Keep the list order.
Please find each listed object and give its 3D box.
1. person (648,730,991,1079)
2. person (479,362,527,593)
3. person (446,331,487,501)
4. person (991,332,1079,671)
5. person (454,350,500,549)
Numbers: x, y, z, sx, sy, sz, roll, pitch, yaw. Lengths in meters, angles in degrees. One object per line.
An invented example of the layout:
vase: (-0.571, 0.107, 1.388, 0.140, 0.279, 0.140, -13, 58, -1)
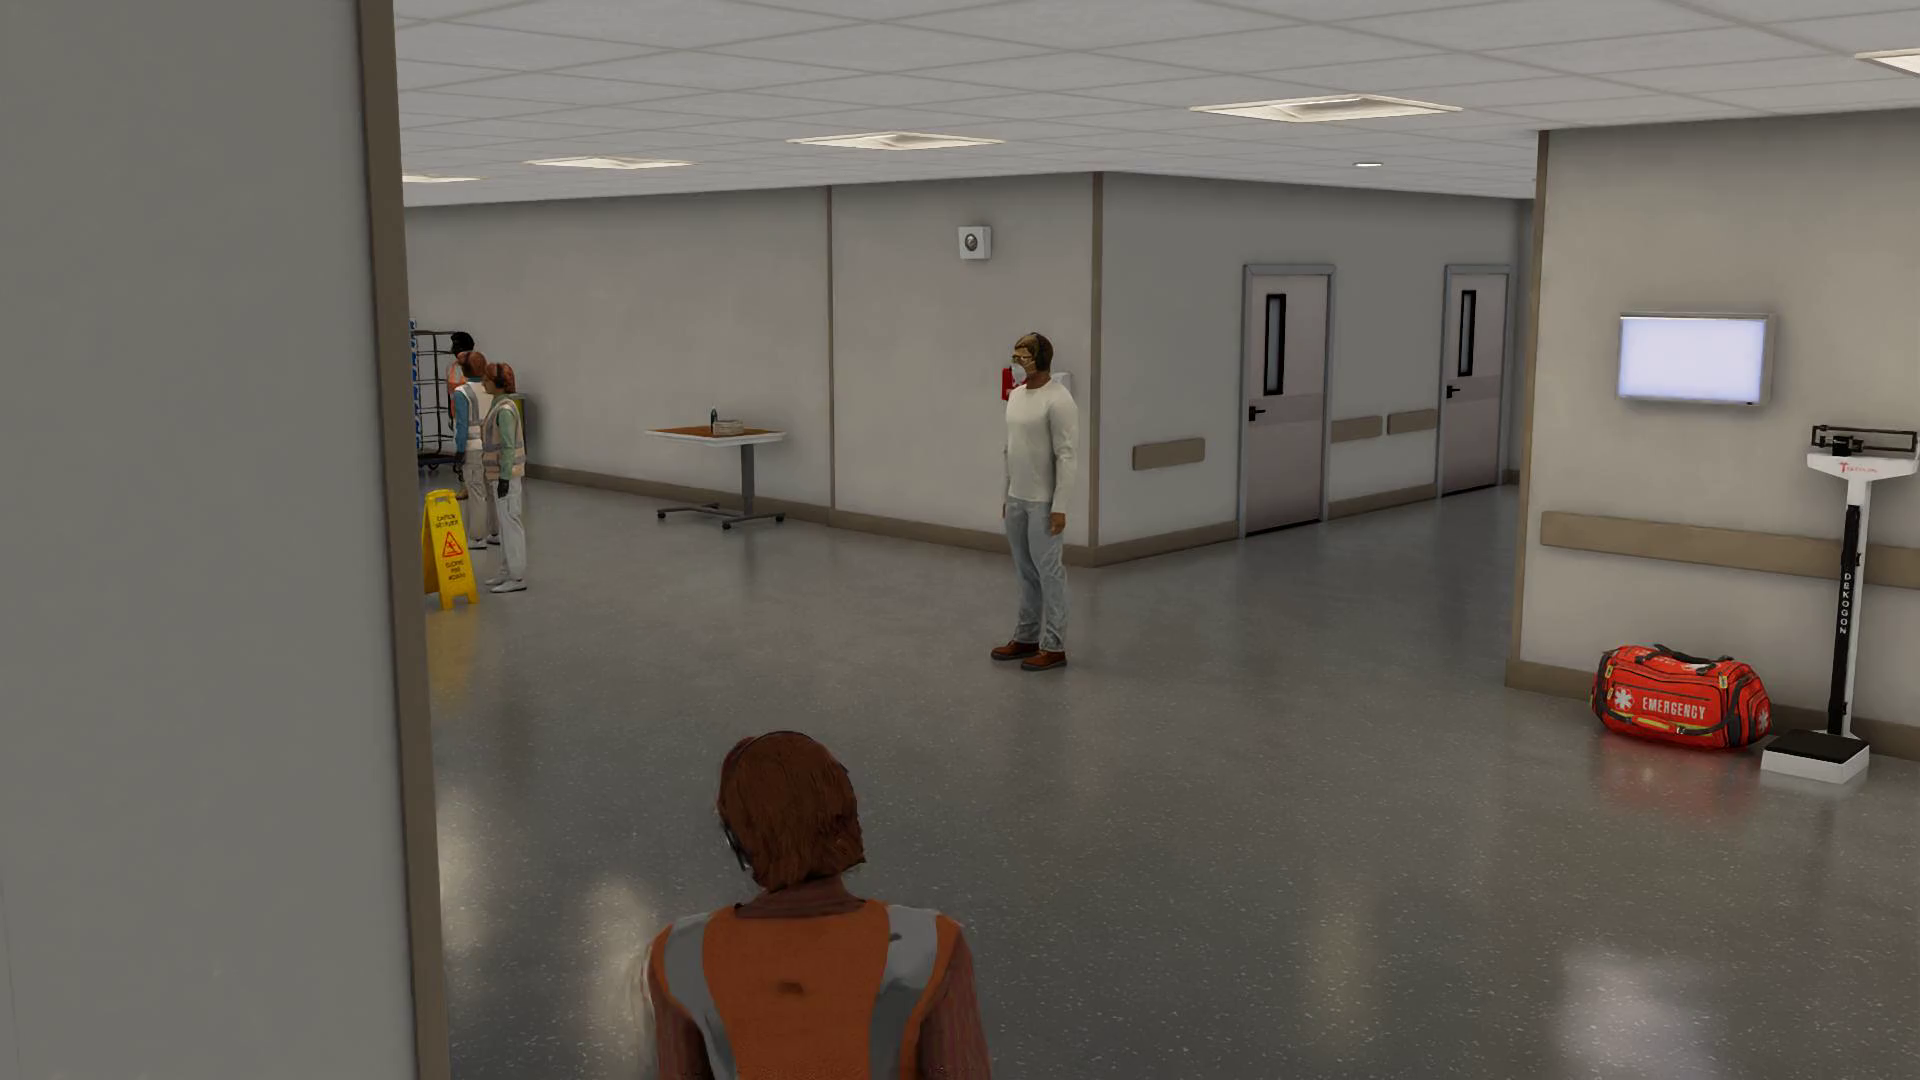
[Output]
person: (-0.192, 1.084, 2.540, 0.546, 1.613, 0.367, 1, 9, 7)
person: (-3.259, -0.448, 11.888, 0.308, 1.641, 0.514, -4, 10, -21)
person: (-4.866, -1.218, 16.458, 0.530, 1.689, 0.321, 5, 10, 26)
person: (0.432, -0.223, 9.588, 0.364, 1.939, 0.636, -5, 11, -30)
person: (-3.964, -0.742, 13.684, 0.308, 1.643, 0.511, 4, 10, 21)
